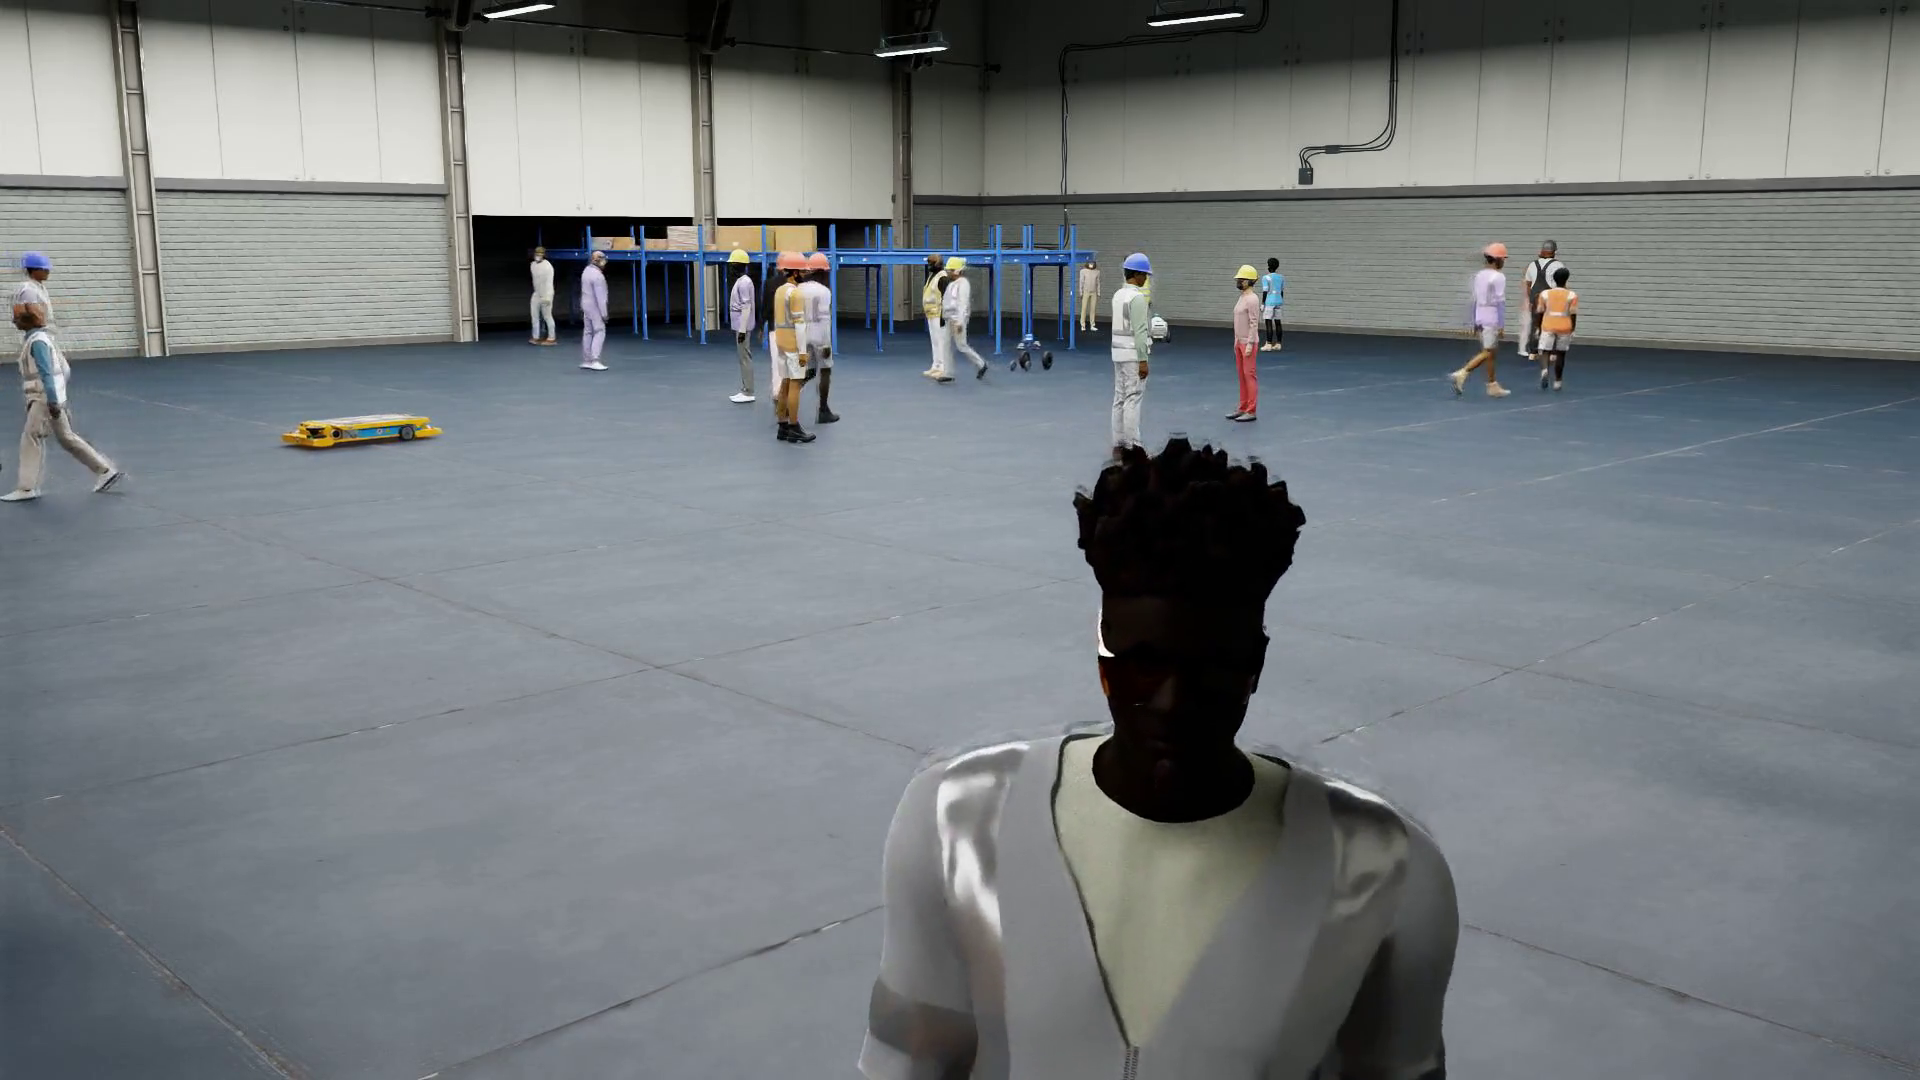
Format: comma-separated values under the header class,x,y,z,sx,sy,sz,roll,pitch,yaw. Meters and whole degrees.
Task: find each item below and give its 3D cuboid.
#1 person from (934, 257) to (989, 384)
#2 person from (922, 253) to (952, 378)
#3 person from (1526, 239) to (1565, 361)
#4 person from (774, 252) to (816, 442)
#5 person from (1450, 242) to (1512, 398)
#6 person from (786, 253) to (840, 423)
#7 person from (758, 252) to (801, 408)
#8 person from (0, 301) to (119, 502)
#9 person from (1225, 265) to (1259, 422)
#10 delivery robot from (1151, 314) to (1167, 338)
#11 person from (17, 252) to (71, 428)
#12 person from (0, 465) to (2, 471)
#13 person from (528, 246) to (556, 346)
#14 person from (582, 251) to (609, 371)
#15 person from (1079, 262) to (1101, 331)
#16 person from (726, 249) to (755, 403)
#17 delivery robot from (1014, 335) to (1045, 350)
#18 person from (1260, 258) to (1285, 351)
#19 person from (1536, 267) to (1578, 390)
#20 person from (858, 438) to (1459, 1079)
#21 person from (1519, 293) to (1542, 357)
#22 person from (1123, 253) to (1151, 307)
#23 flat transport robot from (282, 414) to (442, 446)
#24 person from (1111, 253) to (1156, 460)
class,x,y,z,sx,sy,sz,roll,pitch,yaw
person,0.020,-3.135,23.745,0.736,1.813,0.589,-4,11,-23
person,-0.348,-3.350,24.842,0.429,1.839,0.634,-4,11,-19
person,9.996,-4.061,28.289,0.537,2.000,0.684,-9,14,-41
person,-1.706,-1.997,17.199,0.375,1.935,0.551,-6,12,-29
person,6.827,-2.860,21.694,0.859,2.023,0.621,-2,11,-11
person,-1.678,-2.274,18.766,0.554,1.916,0.652,10,14,42
person,-2.184,-2.613,20.651,0.648,1.913,1.074,-1,10,-3
person,-7.330,-1.137,13.457,0.842,1.597,0.519,-6,12,-30
person,3.263,-2.254,19.064,0.306,1.772,0.525,-2,11,-9
delivery robot,3.939,-4.268,33.216,0.477,0.478,0.707,0,10,0
person,-10.091,-2.204,18.342,0.557,1.924,0.654,-3,11,-18
person,-8.414,-1.314,14.058,0.544,1.719,0.793,-1,10,-5
person,-8.004,-4.652,31.790,0.653,1.892,0.788,7,12,33
person,-5.788,-3.634,26.366,0.395,1.866,0.813,-7,12,-32
person,2.893,-5.475,36.994,0.499,1.633,0.279,-3,11,-17
person,-2.783,-2.719,21.155,0.361,1.928,0.594,-2,11,-9
delivery robot,1.101,-3.146,26.389,0.335,0.223,0.698,6,12,30
person,5.726,-4.315,30.497,0.537,1.695,0.320,-7,12,-32
person,8.139,-2.875,22.692,0.538,1.673,0.651,5,11,24
person,0.219,0.823,1.872,0.607,1.929,0.967,3,11,17
person,10.098,-3.989,28.971,0.524,1.599,0.792,-5,12,-27
person,3.127,-4.205,29.637,0.703,1.806,0.431,-8,13,-37
flat transport robot,-6.196,-1.153,17.262,0.652,0.197,1.431,9,14,42
person,1.621,-1.713,15.639,0.394,1.942,0.601,-3,11,-17
